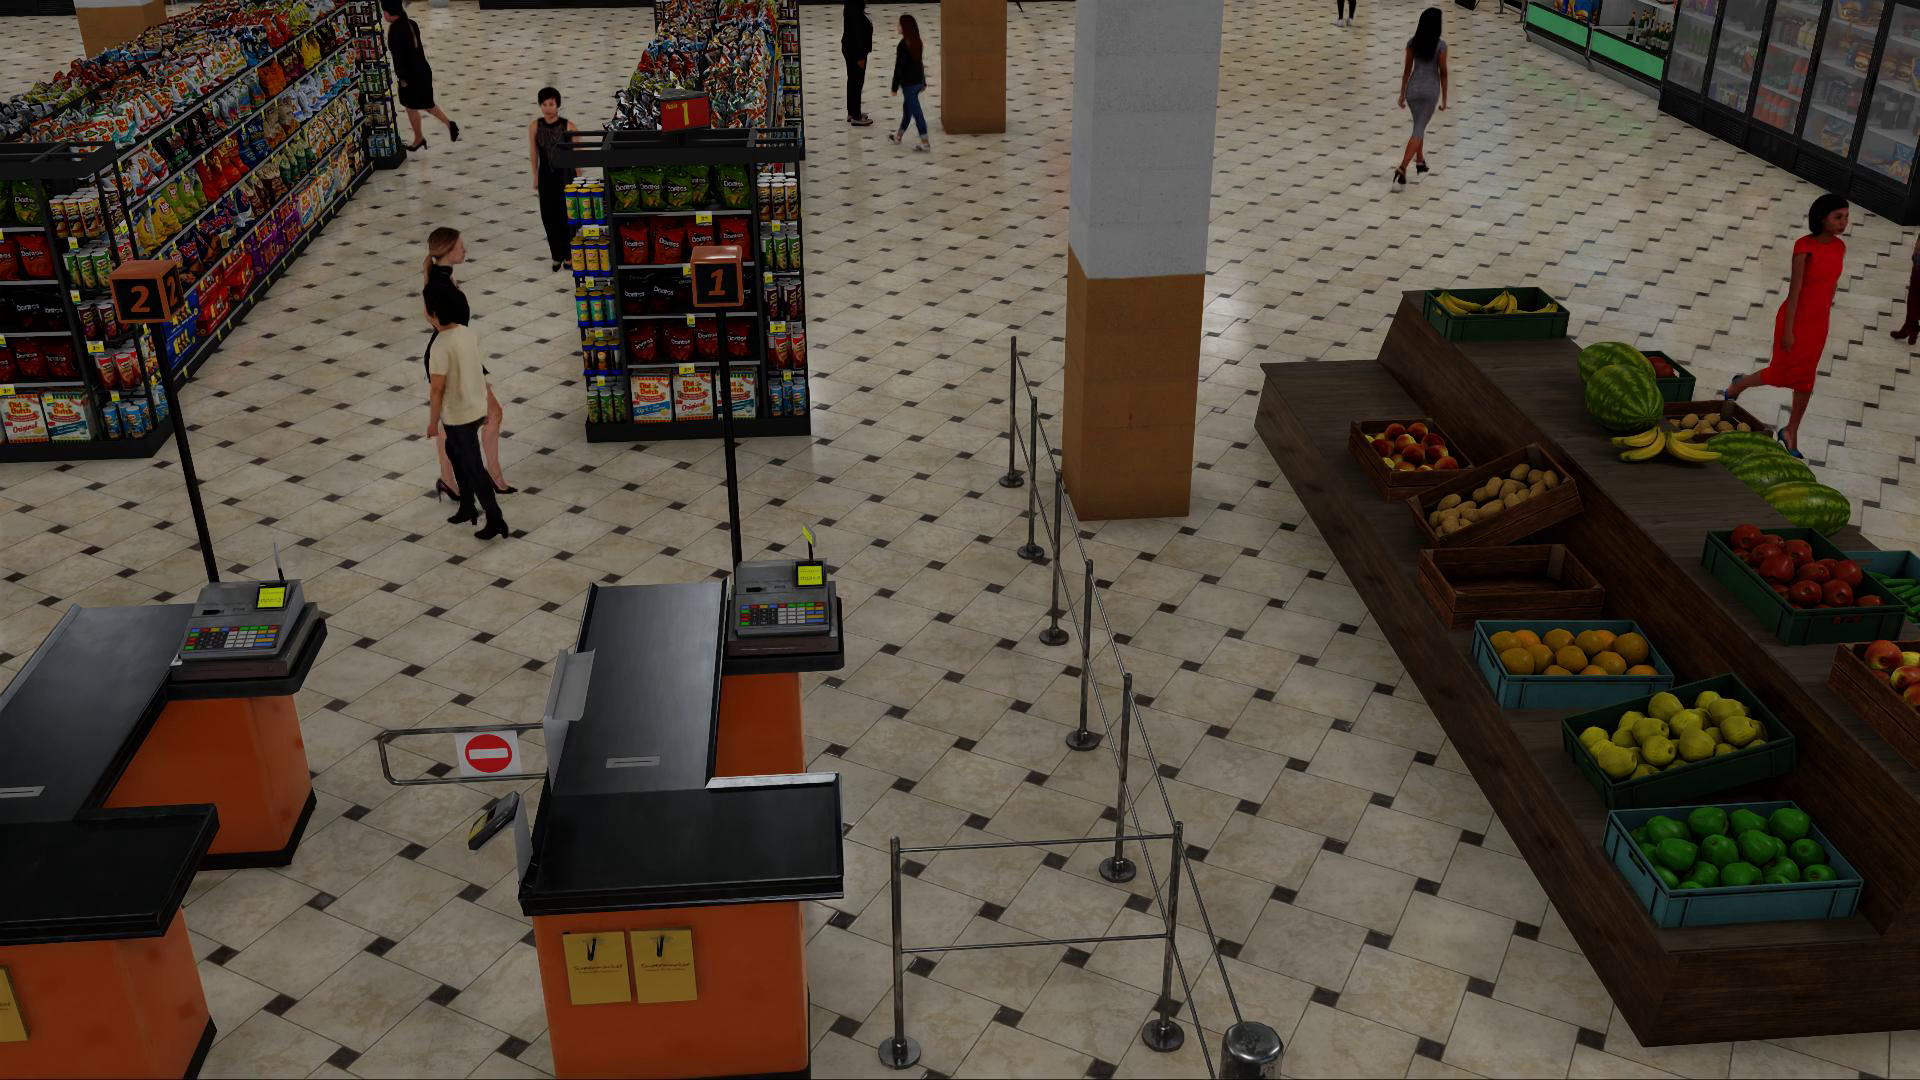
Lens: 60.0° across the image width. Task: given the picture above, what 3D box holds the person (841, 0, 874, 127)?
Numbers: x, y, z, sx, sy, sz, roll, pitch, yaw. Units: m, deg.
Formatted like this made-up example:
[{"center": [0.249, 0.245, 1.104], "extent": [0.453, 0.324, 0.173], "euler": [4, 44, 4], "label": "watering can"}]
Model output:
[{"center": [-1.226, -5.702, 19.492], "extent": [0.731, 1.616, 0.595], "euler": [-6, 27, -11], "label": "person"}]

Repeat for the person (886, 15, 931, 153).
[{"center": [-0.466, -5.000, 18.287], "extent": [0.894, 1.454, 0.904], "euler": [13, 30, 24], "label": "person"}]

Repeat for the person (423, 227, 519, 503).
[{"center": [-3.164, -1.025, 10.121], "extent": [0.790, 1.750, 0.749], "euler": [-13, 30, -25], "label": "person"}]

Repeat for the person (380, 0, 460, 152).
[{"center": [-5.924, -5.078, 18.229], "extent": [0.921, 1.647, 0.908], "euler": [7, 28, 14], "label": "person"}]

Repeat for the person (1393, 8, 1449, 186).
[{"center": [4.652, -4.447, 16.884], "extent": [1.076, 1.737, 1.142], "euler": [21, 33, 35], "label": "person"}]

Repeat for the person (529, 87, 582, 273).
[{"center": [-3.490, -3.150, 14.491], "extent": [0.588, 1.587, 0.569], "euler": [-2, 27, -5], "label": "person"}]

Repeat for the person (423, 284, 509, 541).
[{"center": [-2.829, -0.711, 9.699], "extent": [0.739, 1.572, 0.679], "euler": [4, 27, 7], "label": "person"}]

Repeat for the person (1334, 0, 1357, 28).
[{"center": [5.886, -8.701, 25.240], "extent": [0.636, 1.765, 0.638], "euler": [0, 27, -1], "label": "person"}]

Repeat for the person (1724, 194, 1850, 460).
[{"center": [5.457, -1.419, 10.927], "extent": [0.706, 1.724, 0.989], "euler": [-9, 28, -17], "label": "person"}]
